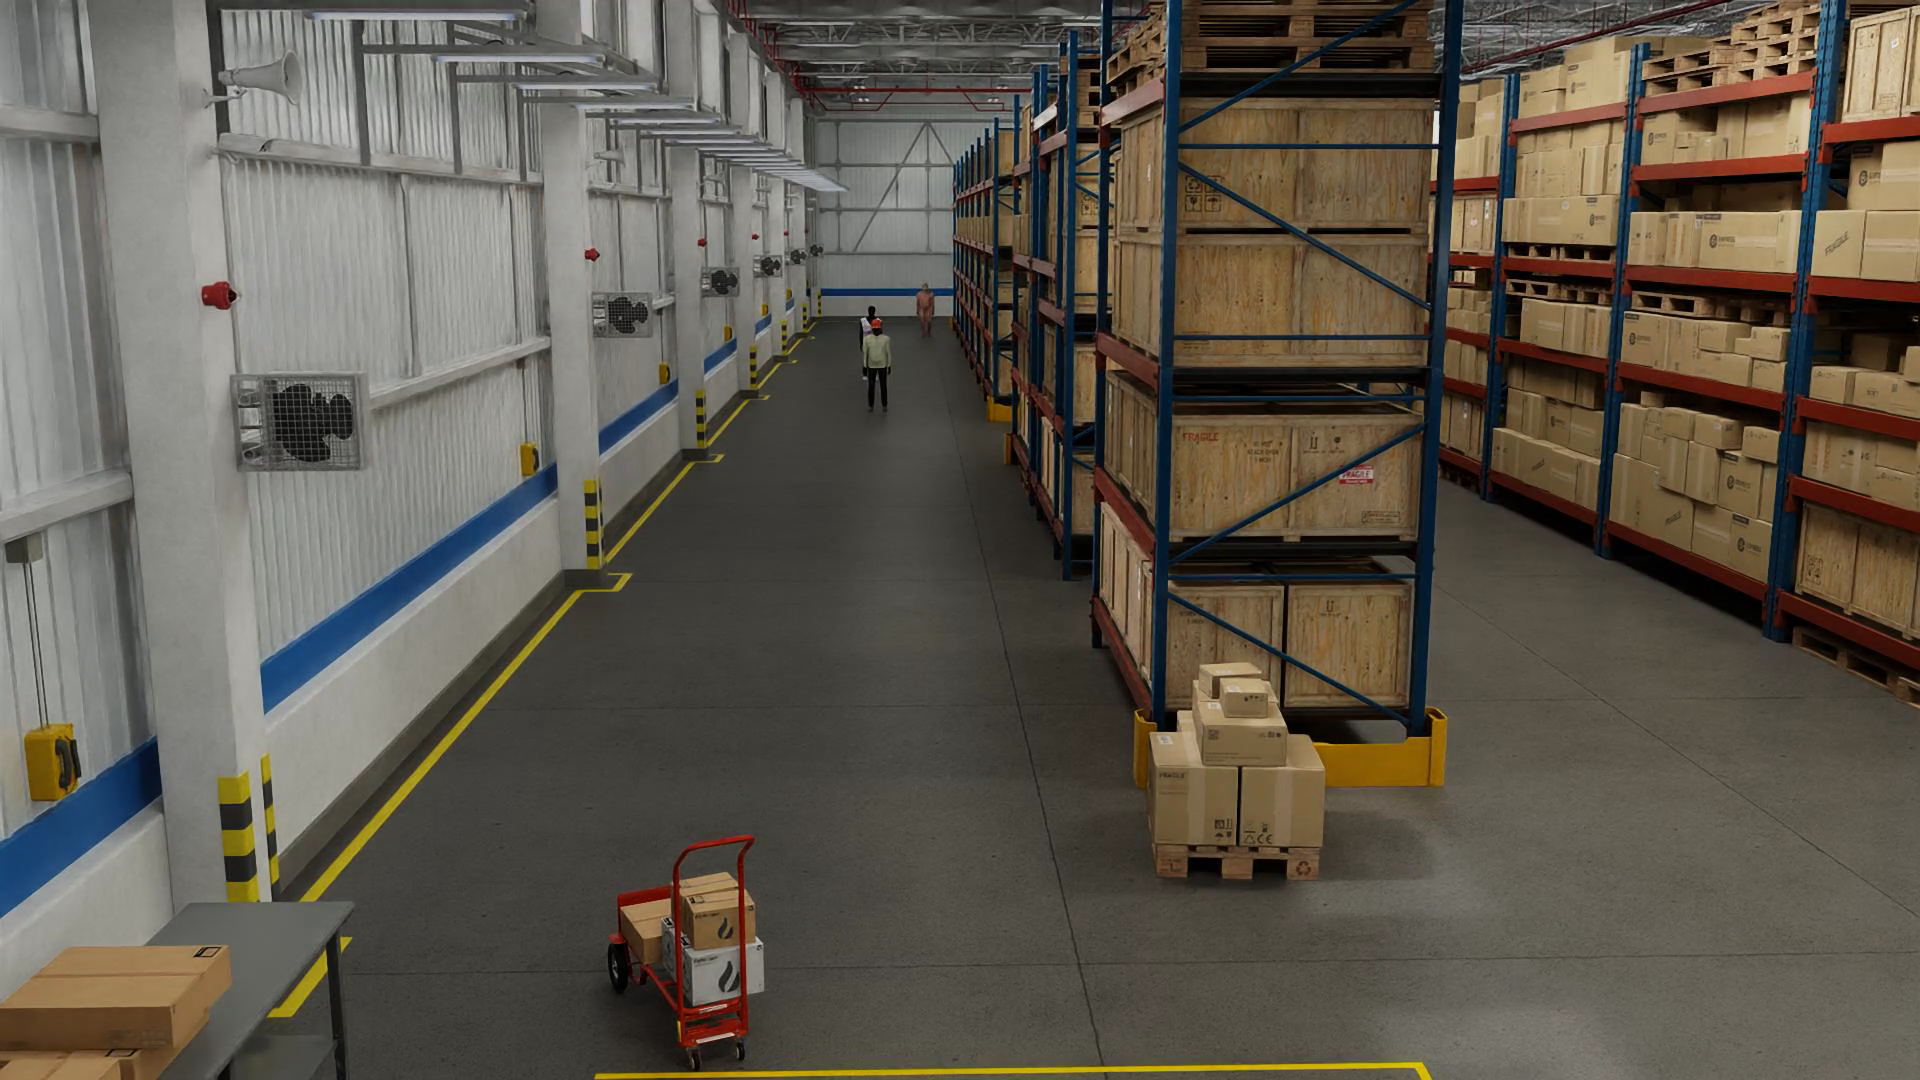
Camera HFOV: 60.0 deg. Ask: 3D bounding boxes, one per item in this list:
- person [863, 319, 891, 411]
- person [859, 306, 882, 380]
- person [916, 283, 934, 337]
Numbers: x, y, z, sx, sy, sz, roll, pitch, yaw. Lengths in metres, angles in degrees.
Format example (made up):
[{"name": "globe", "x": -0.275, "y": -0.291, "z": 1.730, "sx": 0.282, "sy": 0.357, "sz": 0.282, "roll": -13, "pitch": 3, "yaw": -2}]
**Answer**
[{"name": "person", "x": -1.778, "y": -3.737, "z": 35.628, "sx": 0.614, "sy": 1.988, "sz": 0.405, "roll": 0, "pitch": 11, "yaw": -2}, {"name": "person", "x": -2.281, "y": -5.046, "z": 42.654, "sx": 0.601, "sy": 1.907, "sz": 0.405, "roll": -2, "pitch": 11, "yaw": -10}, {"name": "person", "x": -1.224, "y": -8.034, "z": 58.282, "sx": 0.647, "sy": 1.879, "sz": 0.845, "roll": 0, "pitch": 11, "yaw": 0}]
